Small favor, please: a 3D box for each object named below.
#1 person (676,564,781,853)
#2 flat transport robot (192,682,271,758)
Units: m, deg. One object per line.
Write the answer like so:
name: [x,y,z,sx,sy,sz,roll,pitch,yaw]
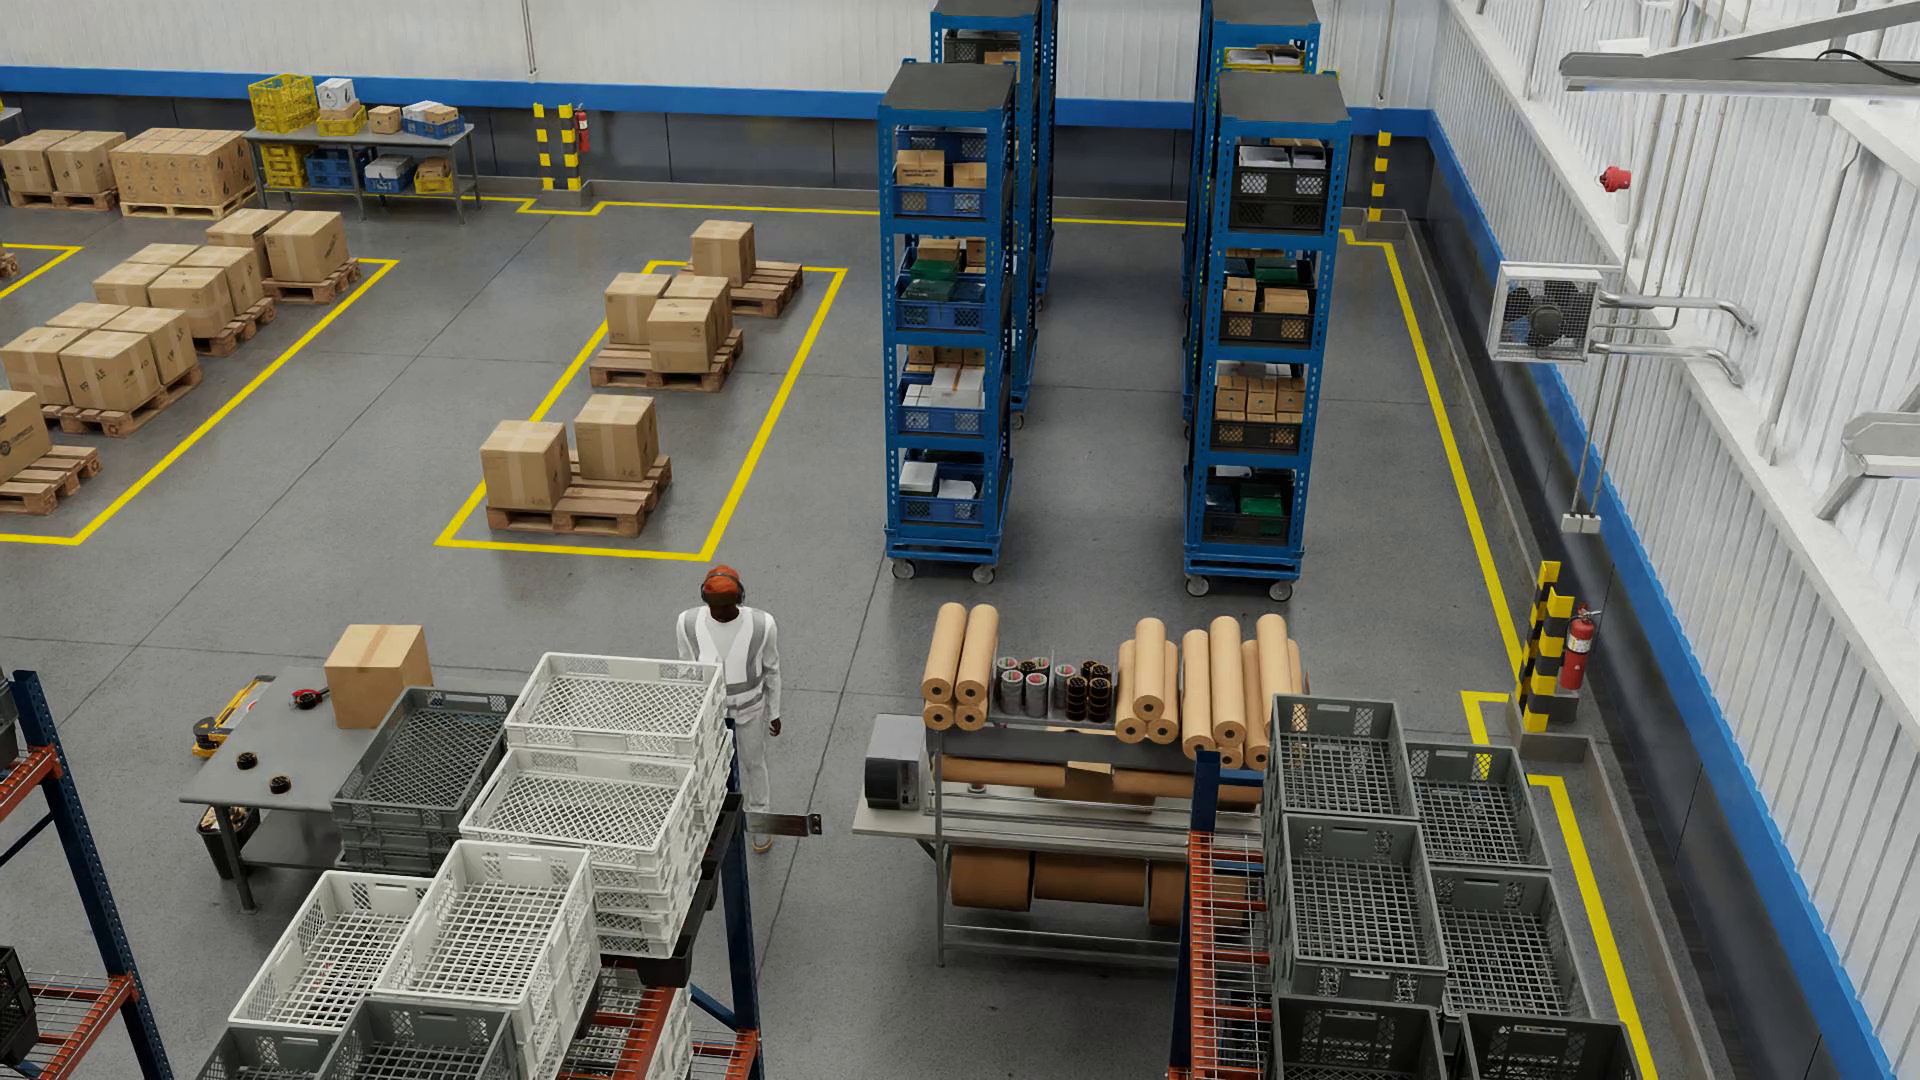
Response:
person: [-1.297,0.960,9.417,0.571,1.887,0.356,-1,30,-1]
flat transport robot: [-4.089,1.163,10.648,1.431,0.197,0.652,3,30,6]
